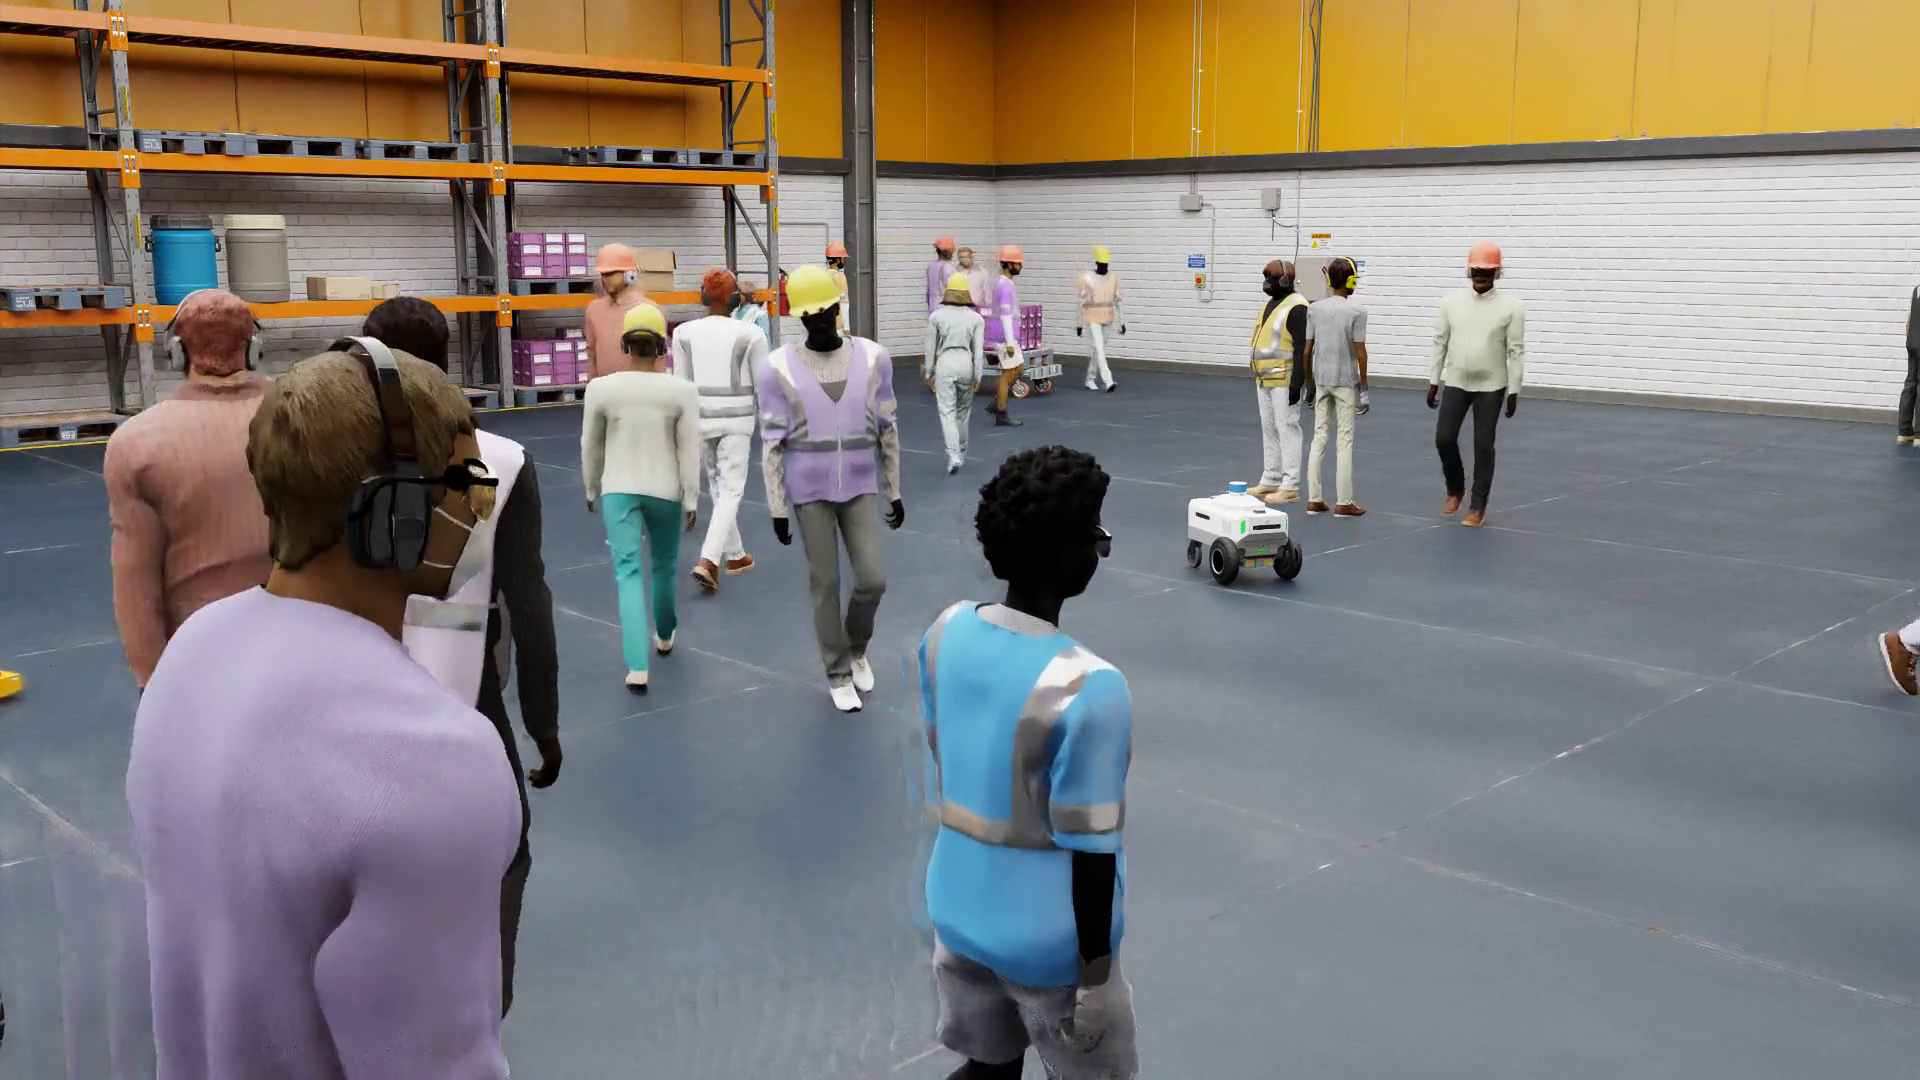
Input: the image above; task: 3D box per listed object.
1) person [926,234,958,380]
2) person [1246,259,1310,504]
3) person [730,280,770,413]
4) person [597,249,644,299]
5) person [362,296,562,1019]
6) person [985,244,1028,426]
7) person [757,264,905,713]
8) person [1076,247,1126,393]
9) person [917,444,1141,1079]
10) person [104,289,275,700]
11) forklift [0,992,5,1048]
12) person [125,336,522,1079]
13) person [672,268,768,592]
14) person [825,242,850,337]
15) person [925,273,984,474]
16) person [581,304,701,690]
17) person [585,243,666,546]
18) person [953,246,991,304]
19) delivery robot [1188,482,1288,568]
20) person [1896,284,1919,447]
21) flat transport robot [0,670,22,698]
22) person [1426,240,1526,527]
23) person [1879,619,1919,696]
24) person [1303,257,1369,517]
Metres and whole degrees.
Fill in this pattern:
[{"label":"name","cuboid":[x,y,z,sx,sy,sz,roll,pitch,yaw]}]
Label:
[{"label":"person","cuboid":[-0.221,-3.100,22.456,0.382,2.043,0.609,-6,12,-31]},{"label":"person","cuboid":[2.413,-1.201,12.636,0.429,1.841,0.634,-3,11,-16]},{"label":"person","cuboid":[-1.988,-1.690,15.967,0.848,1.599,0.510,-9,13,-39]},{"label":"person","cuboid":[-3.843,-2.431,19.294,0.660,1.863,0.965,10,14,43]},{"label":"person","cuboid":[-1.226,0.402,3.781,0.613,1.890,0.538,0,10,2]},{"label":"person","cuboid":[0.526,-2.146,17.561,0.396,1.923,0.583,0,10,2]},{"label":"person","cuboid":[-0.530,-0.206,7.037,0.628,1.900,0.422,-3,11,-17]},{"label":"person","cuboid":[1.833,-2.835,21.491,0.590,1.862,1.003,-5,11,-24]},{"label":"person","cuboid":[0.074,0.670,2.863,0.632,1.679,0.542,-8,13,-36]},{"label":"person","cuboid":[-1.961,0.265,4.557,0.659,1.879,0.823,-7,12,-33]},{"label":"forklift","cuboid":[-3.245,0.323,3.363,2.313,2.155,1.214,2,11,13]},{"label":"person","cuboid":[-0.601,0.729,1.897,0.649,1.907,0.800,8,13,39]},{"label":"person","cuboid":[-1.376,-0.644,9.602,0.589,1.848,0.958,3,11,14]},{"label":"person","cuboid":[-1.476,-2.571,19.843,0.360,1.939,0.543,-8,13,-38]},{"label":"person","cuboid":[-0.033,-1.434,14.271,0.490,1.710,0.855,-2,11,-9]},{"label":"person","cuboid":[-1.462,-0.218,7.647,0.540,1.706,0.954,-2,11,-11]},{"label":"person","cuboid":[-2.172,-0.966,11.005,0.620,1.977,0.645,5,11,24]},{"label":"person","cuboid":[0.125,-3.357,24.349,0.650,1.875,0.860,0,10,-2]},{"label":"delivery robot","cuboid":[1.650,-0.105,9.913,0.477,0.478,0.707,-4,11,-19]},{"label":"person","cuboid":[9.280,-1.812,15.968,0.351,1.842,0.507,0,10,-2]},{"label":"flat transport robot","cuboid":[-4.725,0.657,6.792,0.652,0.197,1.431,5,12,27]},{"label":"person","cuboid":[3.565,-1.073,11.535,0.662,1.985,0.436,6,12,31]},{"label":"person","cuboid":[4.477,-0.165,7.034,0.512,1.837,0.868,-10,14,-43]},{"label":"person","cuboid":[2.719,-1.100,12.011,0.534,1.868,0.309,10,14,42]}]
